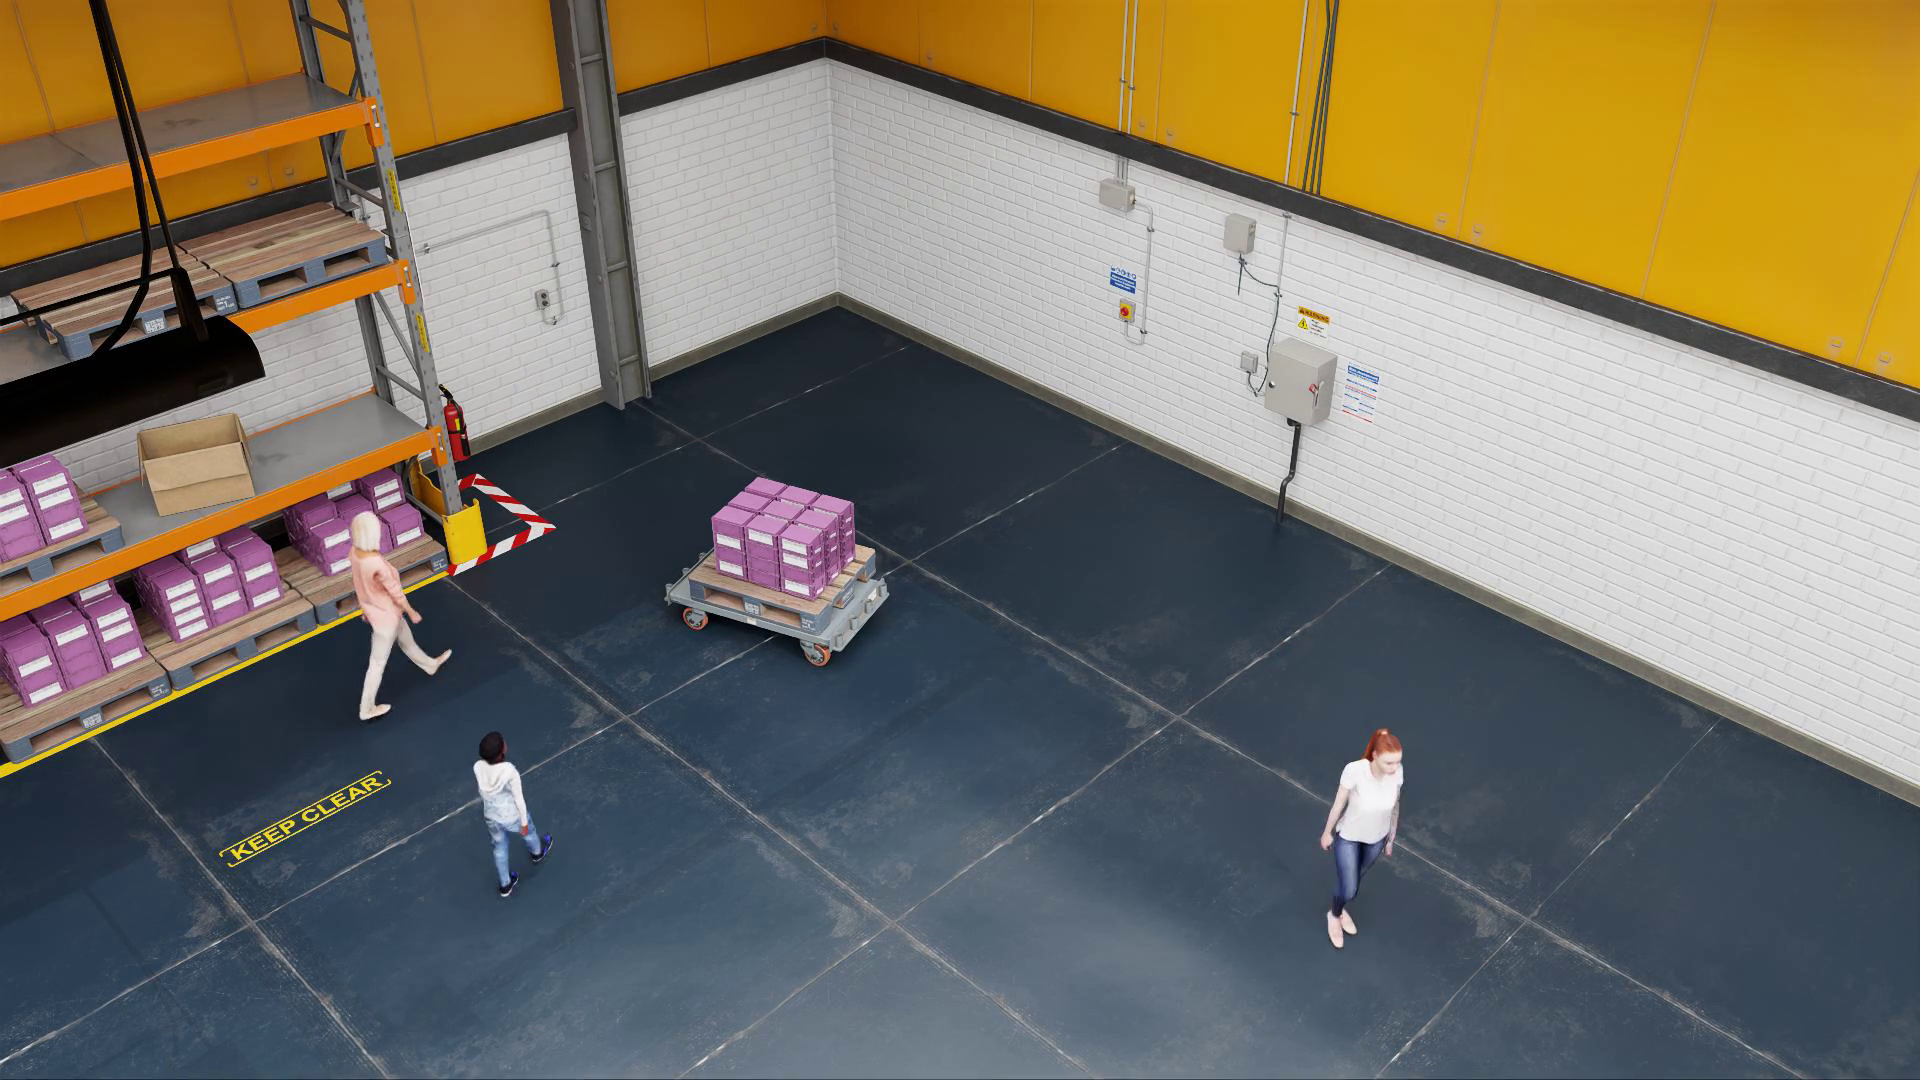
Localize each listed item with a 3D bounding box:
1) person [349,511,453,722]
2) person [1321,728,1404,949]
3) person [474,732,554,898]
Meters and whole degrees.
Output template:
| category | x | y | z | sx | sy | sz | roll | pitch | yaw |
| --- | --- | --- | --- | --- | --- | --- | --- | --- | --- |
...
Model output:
| category | x | y | z | sx | sy | sz | roll | pitch | yaw |
| --- | --- | --- | --- | --- | --- | --- | --- | --- | --- |
| person | -4.375 | 0.604 | 12.399 | 0.615 | 1.678 | 1.110 | 27 | 42 | 35 |
| person | 2.496 | 1.813 | 10.546 | 0.713 | 1.716 | 0.784 | -9 | 35 | -13 |
| person | -3.026 | 1.831 | 10.950 | 0.730 | 1.238 | 0.850 | 6 | 34 | 8 |
